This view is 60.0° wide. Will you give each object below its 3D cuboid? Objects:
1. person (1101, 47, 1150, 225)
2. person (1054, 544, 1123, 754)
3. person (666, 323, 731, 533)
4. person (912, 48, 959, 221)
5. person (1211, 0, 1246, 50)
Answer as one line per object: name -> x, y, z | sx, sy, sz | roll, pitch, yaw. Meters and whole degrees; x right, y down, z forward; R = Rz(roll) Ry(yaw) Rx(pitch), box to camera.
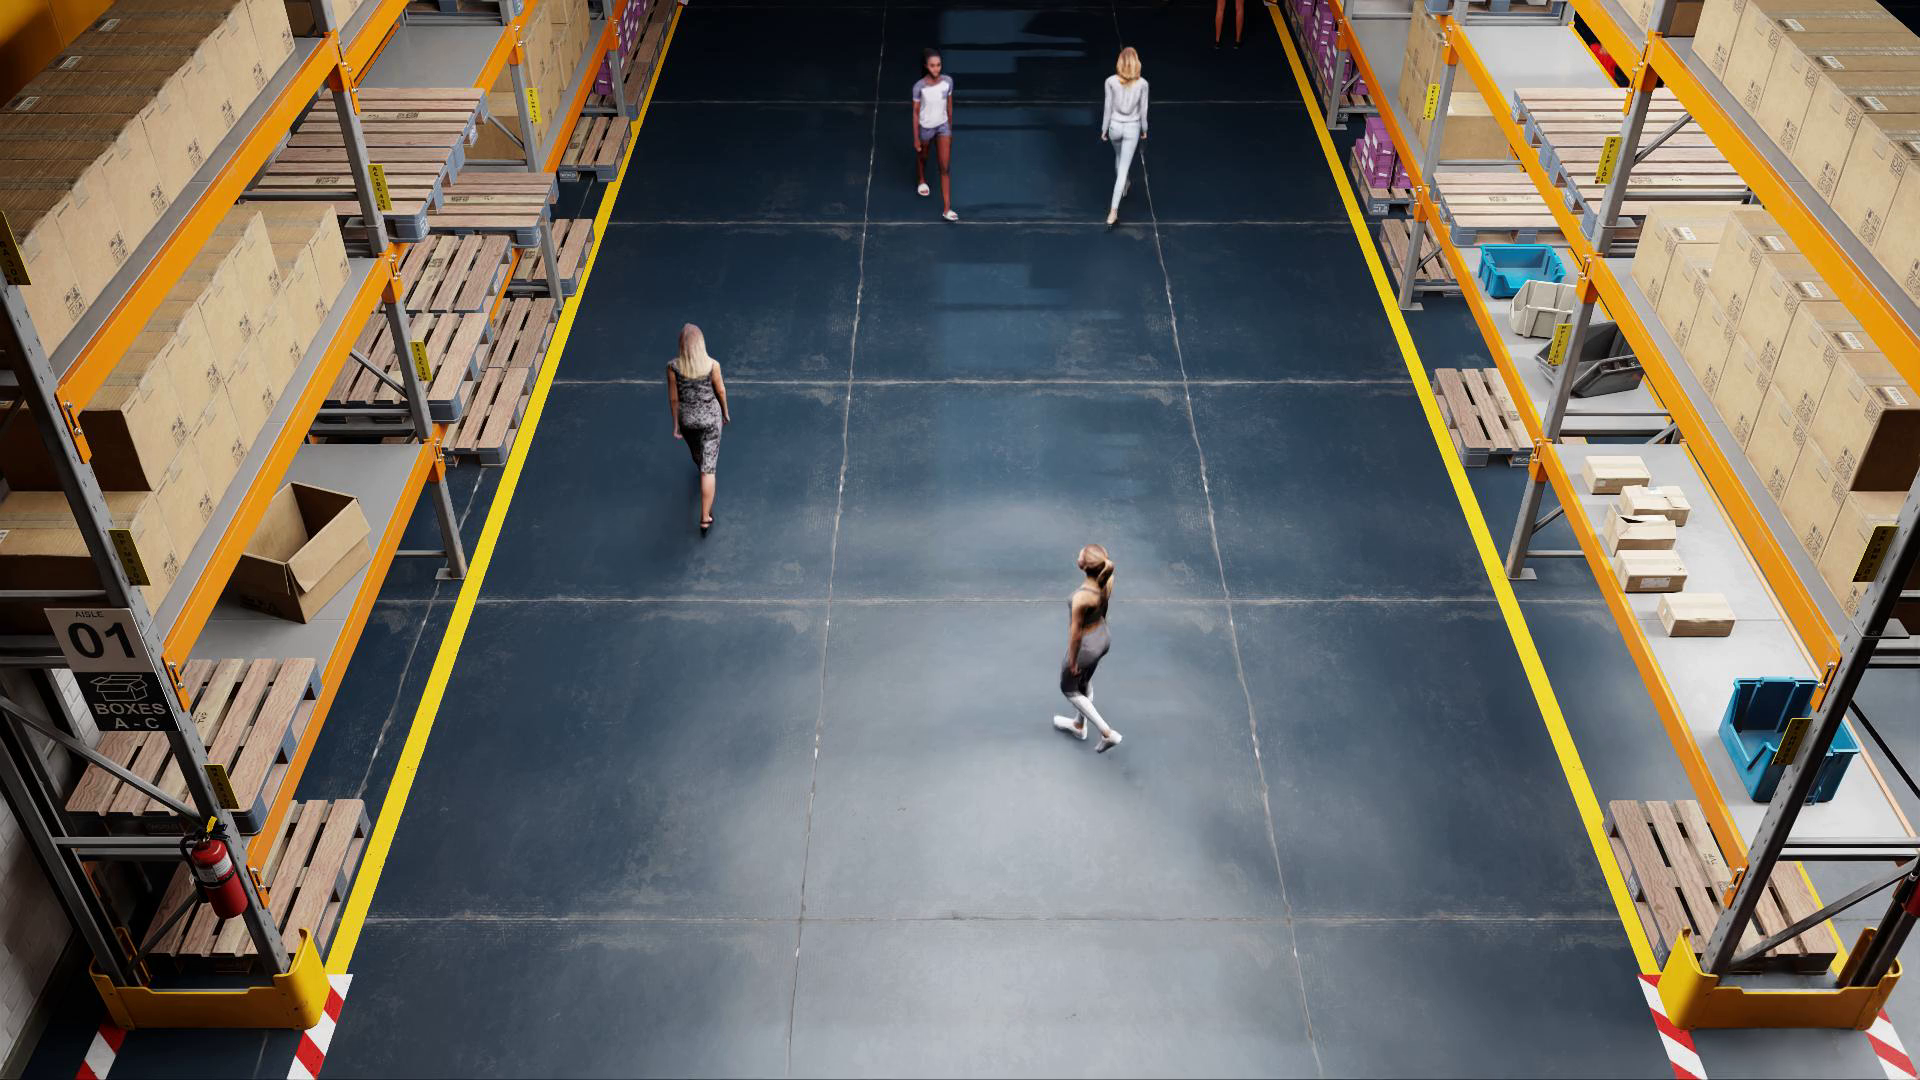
person -> 1.651, -4.049, 16.793 | 0.826, 1.743, 1.268 | 9, 39, 11
person -> 0.889, 0.733, 10.848 | 0.913, 1.690, 0.864 | 30, 47, 32
person -> -2.011, -0.826, 12.835 | 0.622, 1.645, 1.154 | -2, 39, -3
person -> -0.310, -4.200, 17.044 | 0.923, 1.667, 1.299 | -13, 40, -15
person -> 3.334, -6.886, 20.348 | 0.609, 1.740, 0.519 | 3, 39, 3
